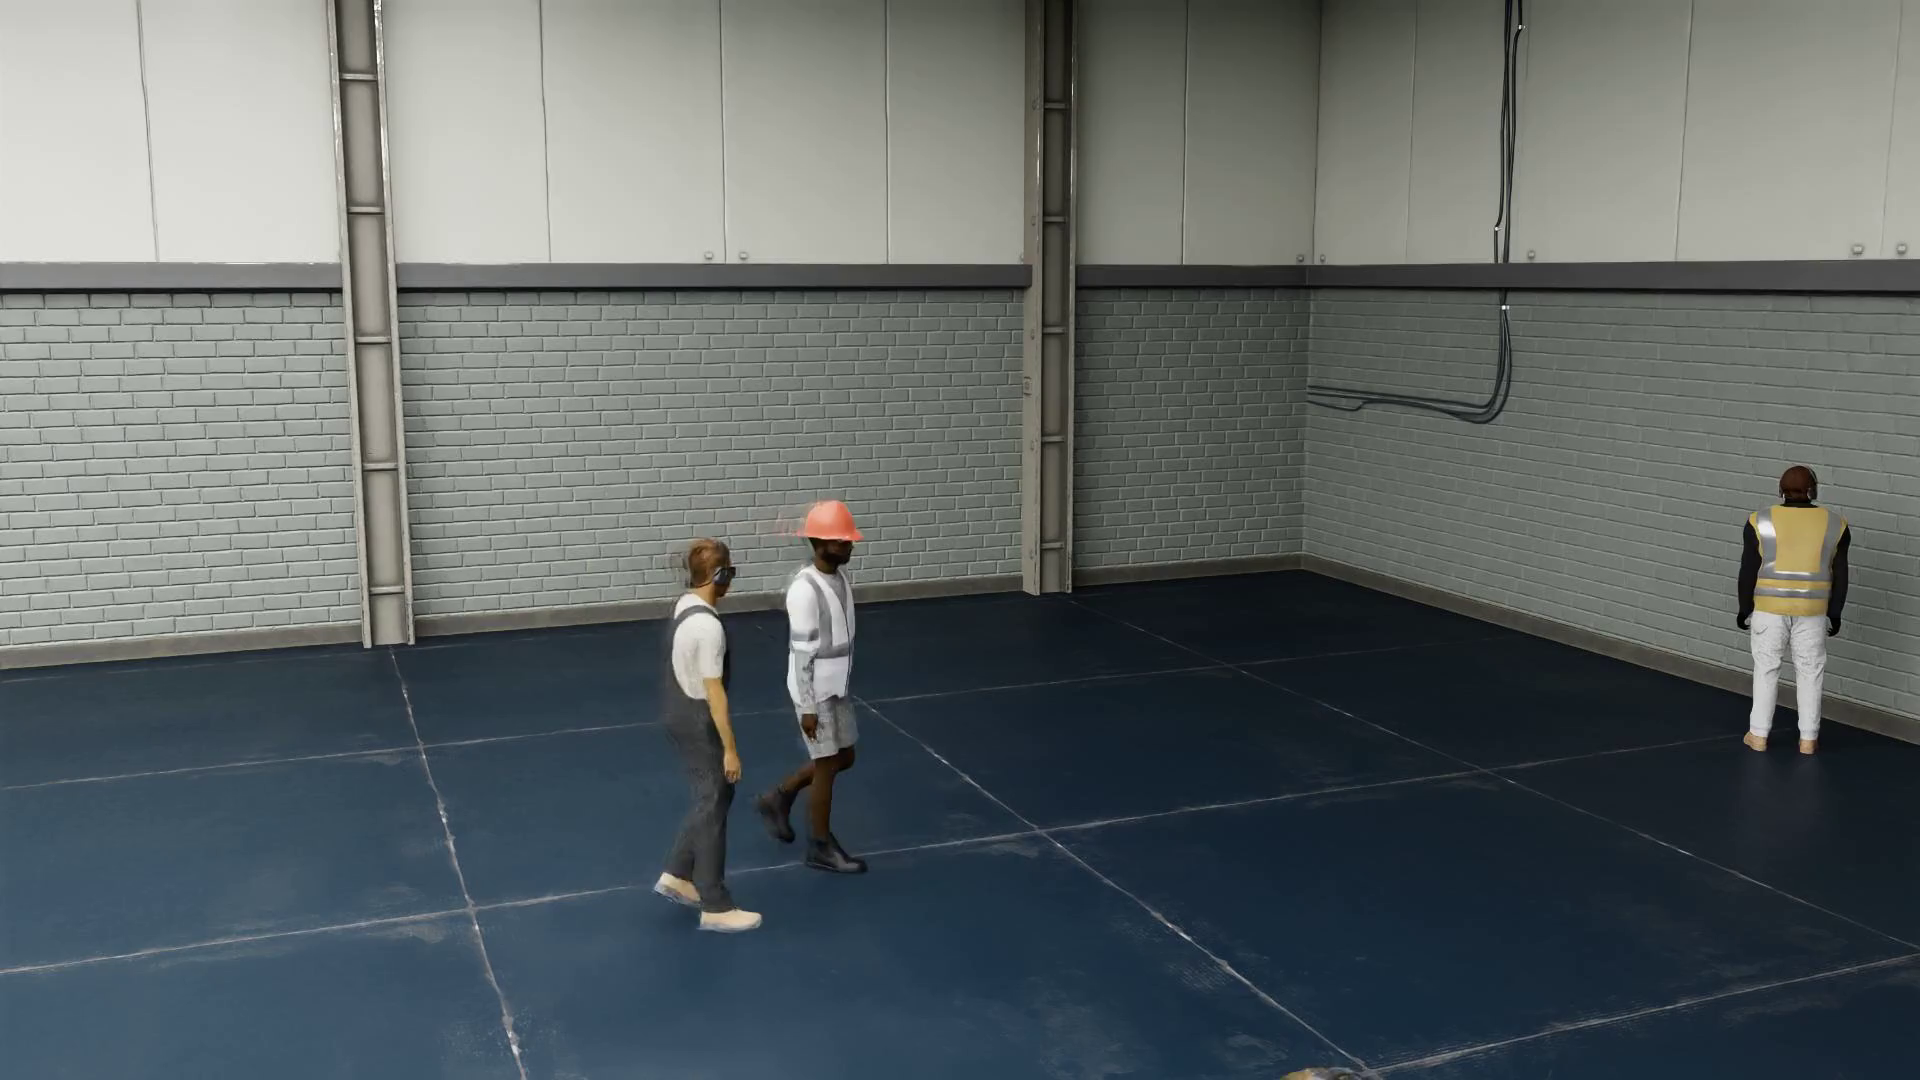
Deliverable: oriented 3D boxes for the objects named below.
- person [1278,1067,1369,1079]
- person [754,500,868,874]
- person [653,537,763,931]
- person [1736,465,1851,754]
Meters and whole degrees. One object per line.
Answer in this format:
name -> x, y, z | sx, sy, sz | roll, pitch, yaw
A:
person -> 0.474, 1.694, 2.540 | 0.651, 1.885, 0.999 | -7, 11, -37
person -> -0.757, 0.740, 8.459 | 0.614, 1.923, 0.555 | 4, 10, 22
person -> -1.189, 0.901, 7.717 | 0.374, 1.826, 0.607 | -3, 10, -20
person -> 5.279, 0.440, 10.586 | 0.634, 1.839, 0.429 | 3, 9, 17
